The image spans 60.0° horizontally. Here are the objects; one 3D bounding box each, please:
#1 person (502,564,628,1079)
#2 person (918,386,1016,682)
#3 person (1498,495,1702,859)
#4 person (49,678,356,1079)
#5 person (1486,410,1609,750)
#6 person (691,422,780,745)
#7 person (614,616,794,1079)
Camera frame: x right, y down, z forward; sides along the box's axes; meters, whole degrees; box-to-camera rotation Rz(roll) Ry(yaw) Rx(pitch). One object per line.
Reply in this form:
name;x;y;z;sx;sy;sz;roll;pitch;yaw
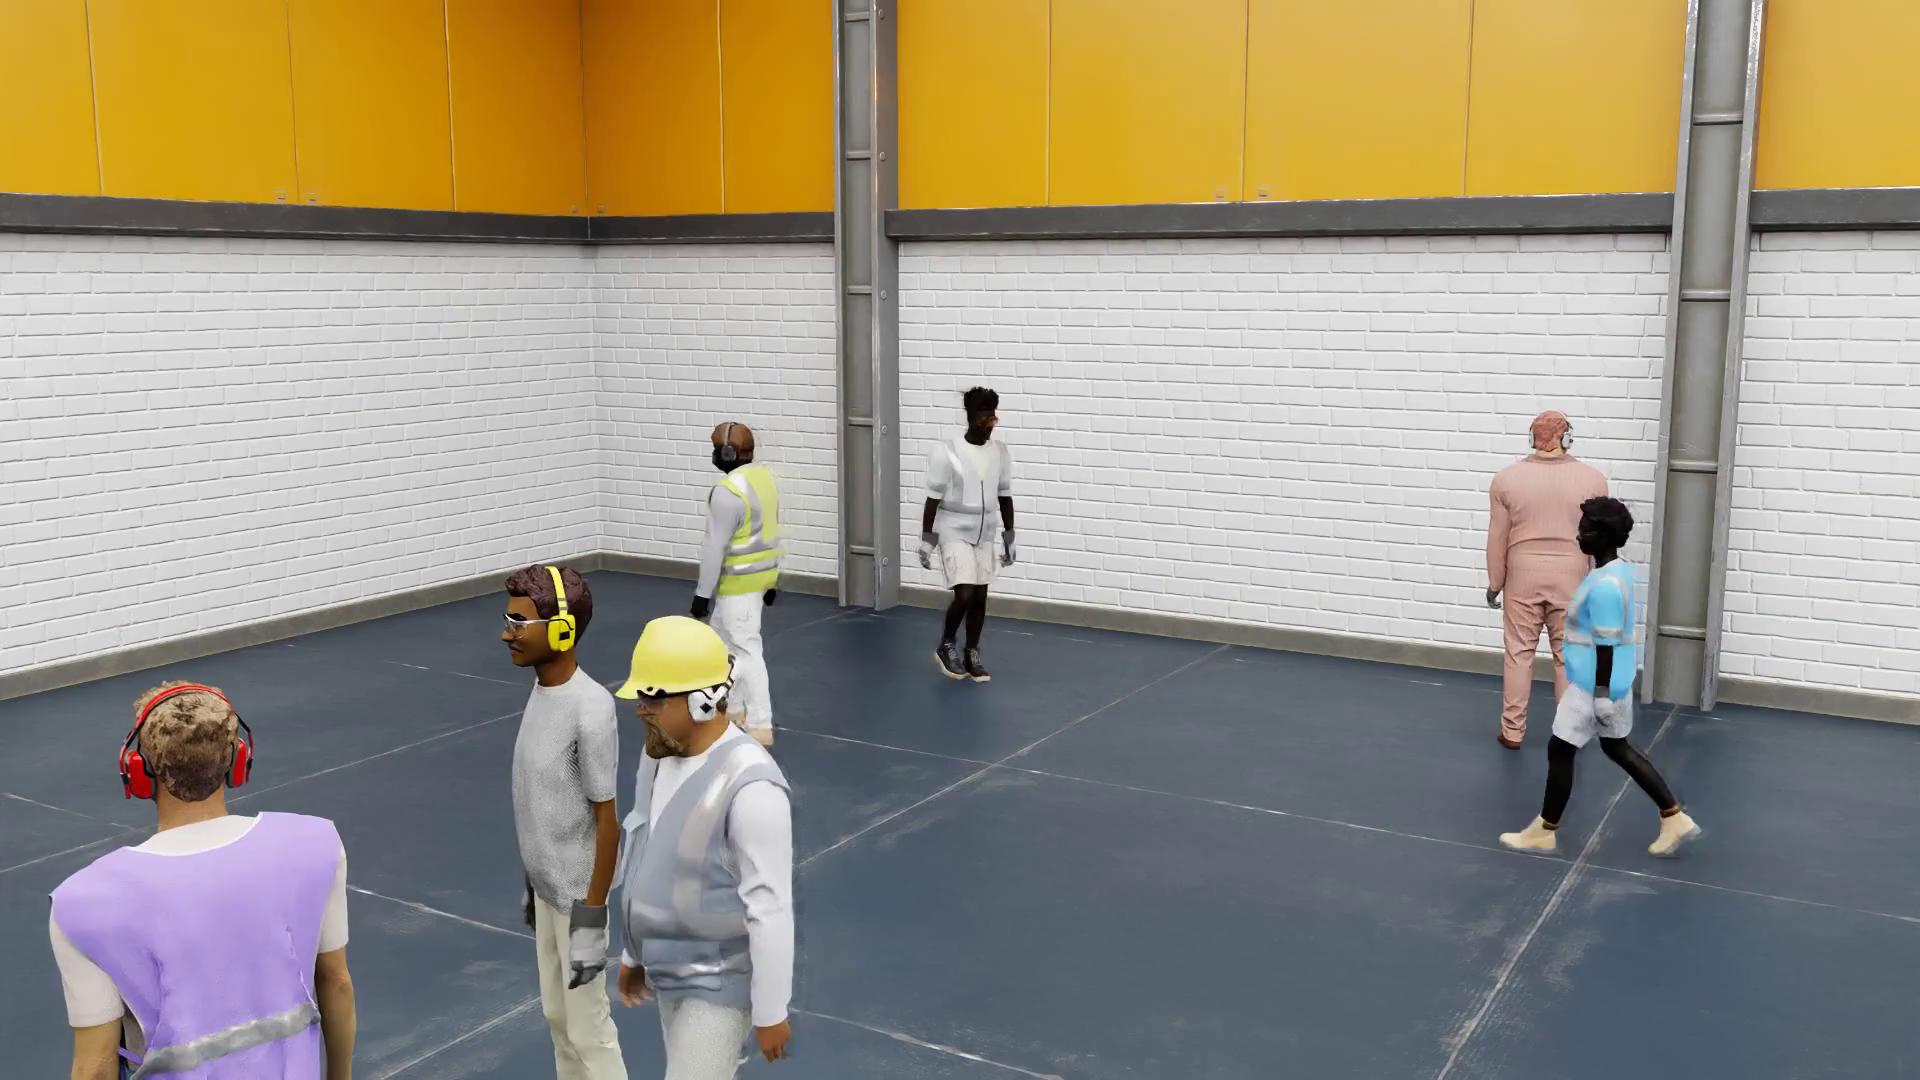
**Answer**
person;-1.102;0.986;4.594;0.329;1.873;0.514;-6;11;-32
person;0.060;-0.022;10.674;0.684;1.937;0.475;-6;11;-32
person;2.921;0.625;7.458;0.809;1.671;0.527;5;10;28
person;-1.487;1.195;3.360;0.563;1.847;0.388;-8;12;-43
person;3.242;0.232;9.211;0.636;1.903;0.405;3;10;18
person;-1.323;0.250;9.333;0.648;1.822;0.640;2;9;11
person;-0.653;1.081;4.212;0.413;1.810;0.605;-6;11;-32
